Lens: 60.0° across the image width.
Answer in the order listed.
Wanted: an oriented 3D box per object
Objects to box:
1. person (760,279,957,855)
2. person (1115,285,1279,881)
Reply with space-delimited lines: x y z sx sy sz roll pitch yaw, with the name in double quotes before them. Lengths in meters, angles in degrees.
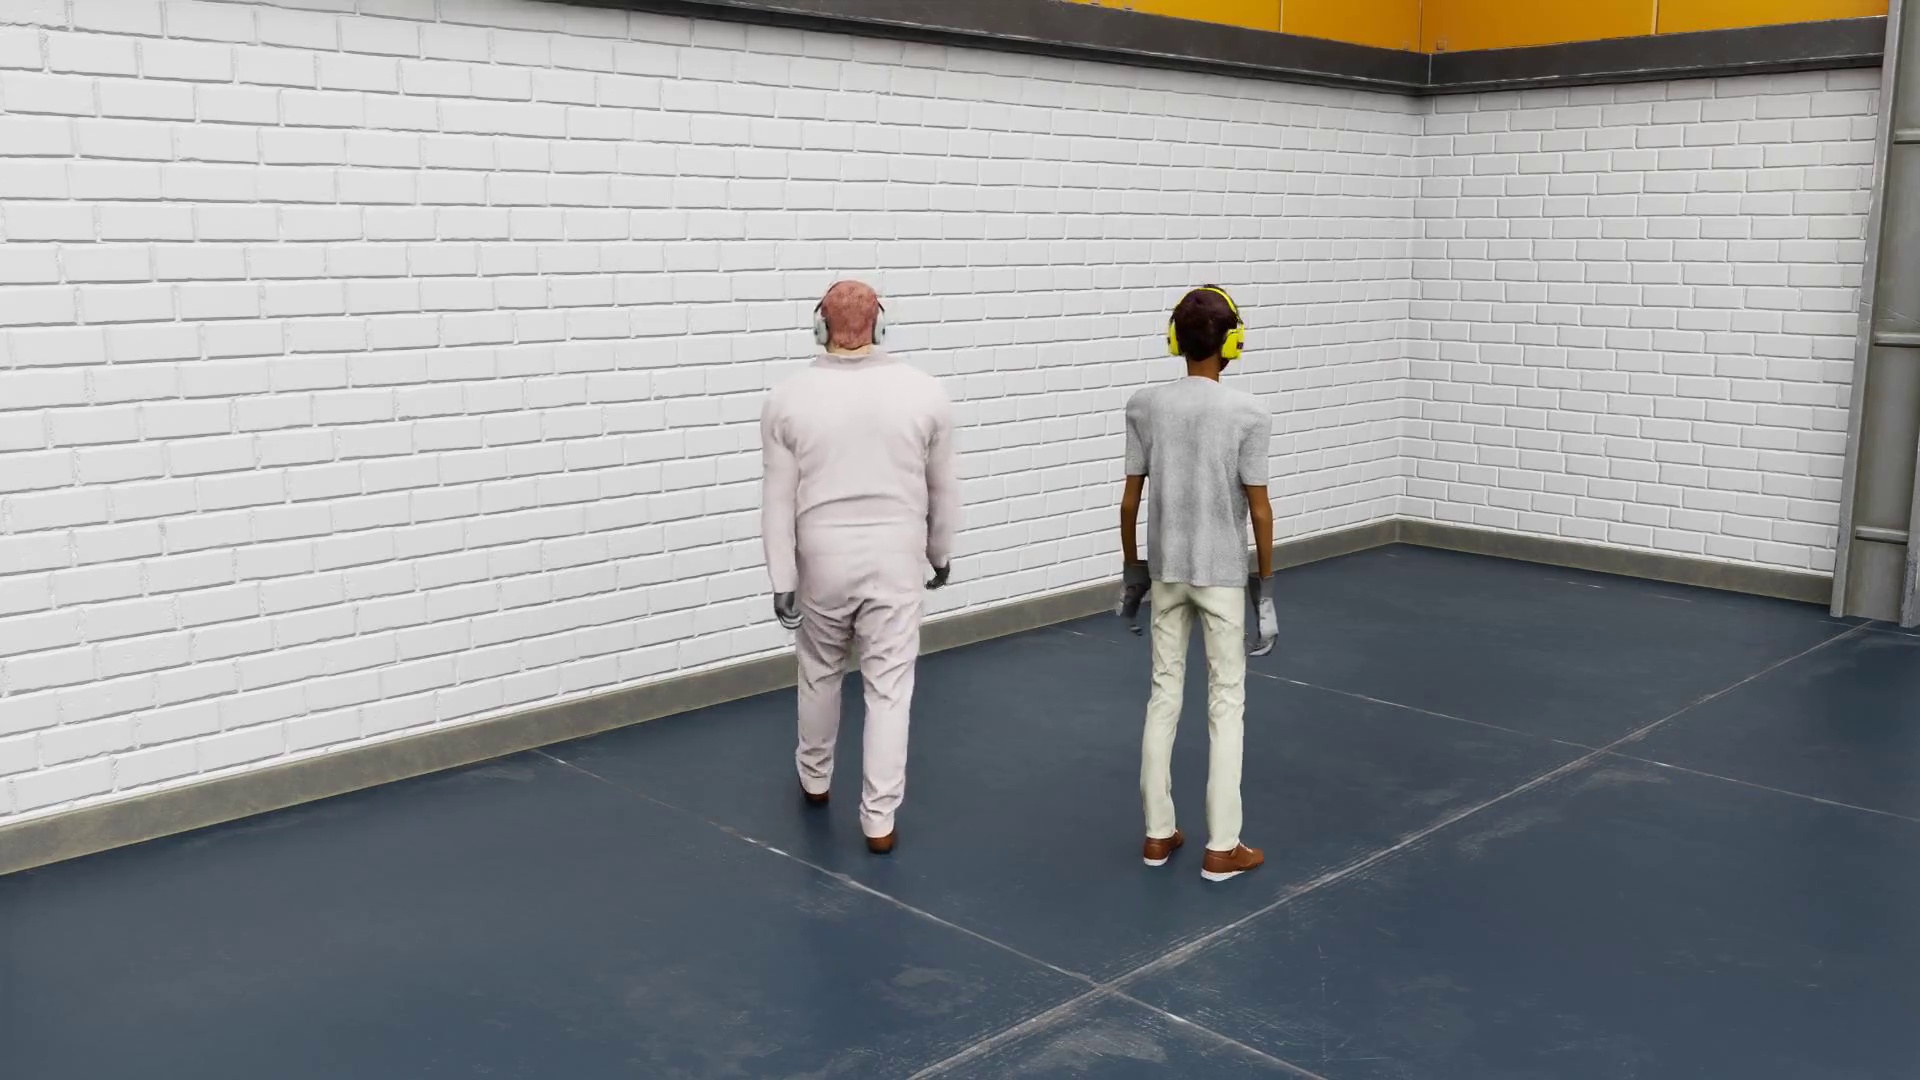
"person" -0.342 0.063 5.664 0.649 1.877 0.835 -1 10 -5
"person" 0.748 0.136 5.286 0.578 1.868 0.348 6 12 30
